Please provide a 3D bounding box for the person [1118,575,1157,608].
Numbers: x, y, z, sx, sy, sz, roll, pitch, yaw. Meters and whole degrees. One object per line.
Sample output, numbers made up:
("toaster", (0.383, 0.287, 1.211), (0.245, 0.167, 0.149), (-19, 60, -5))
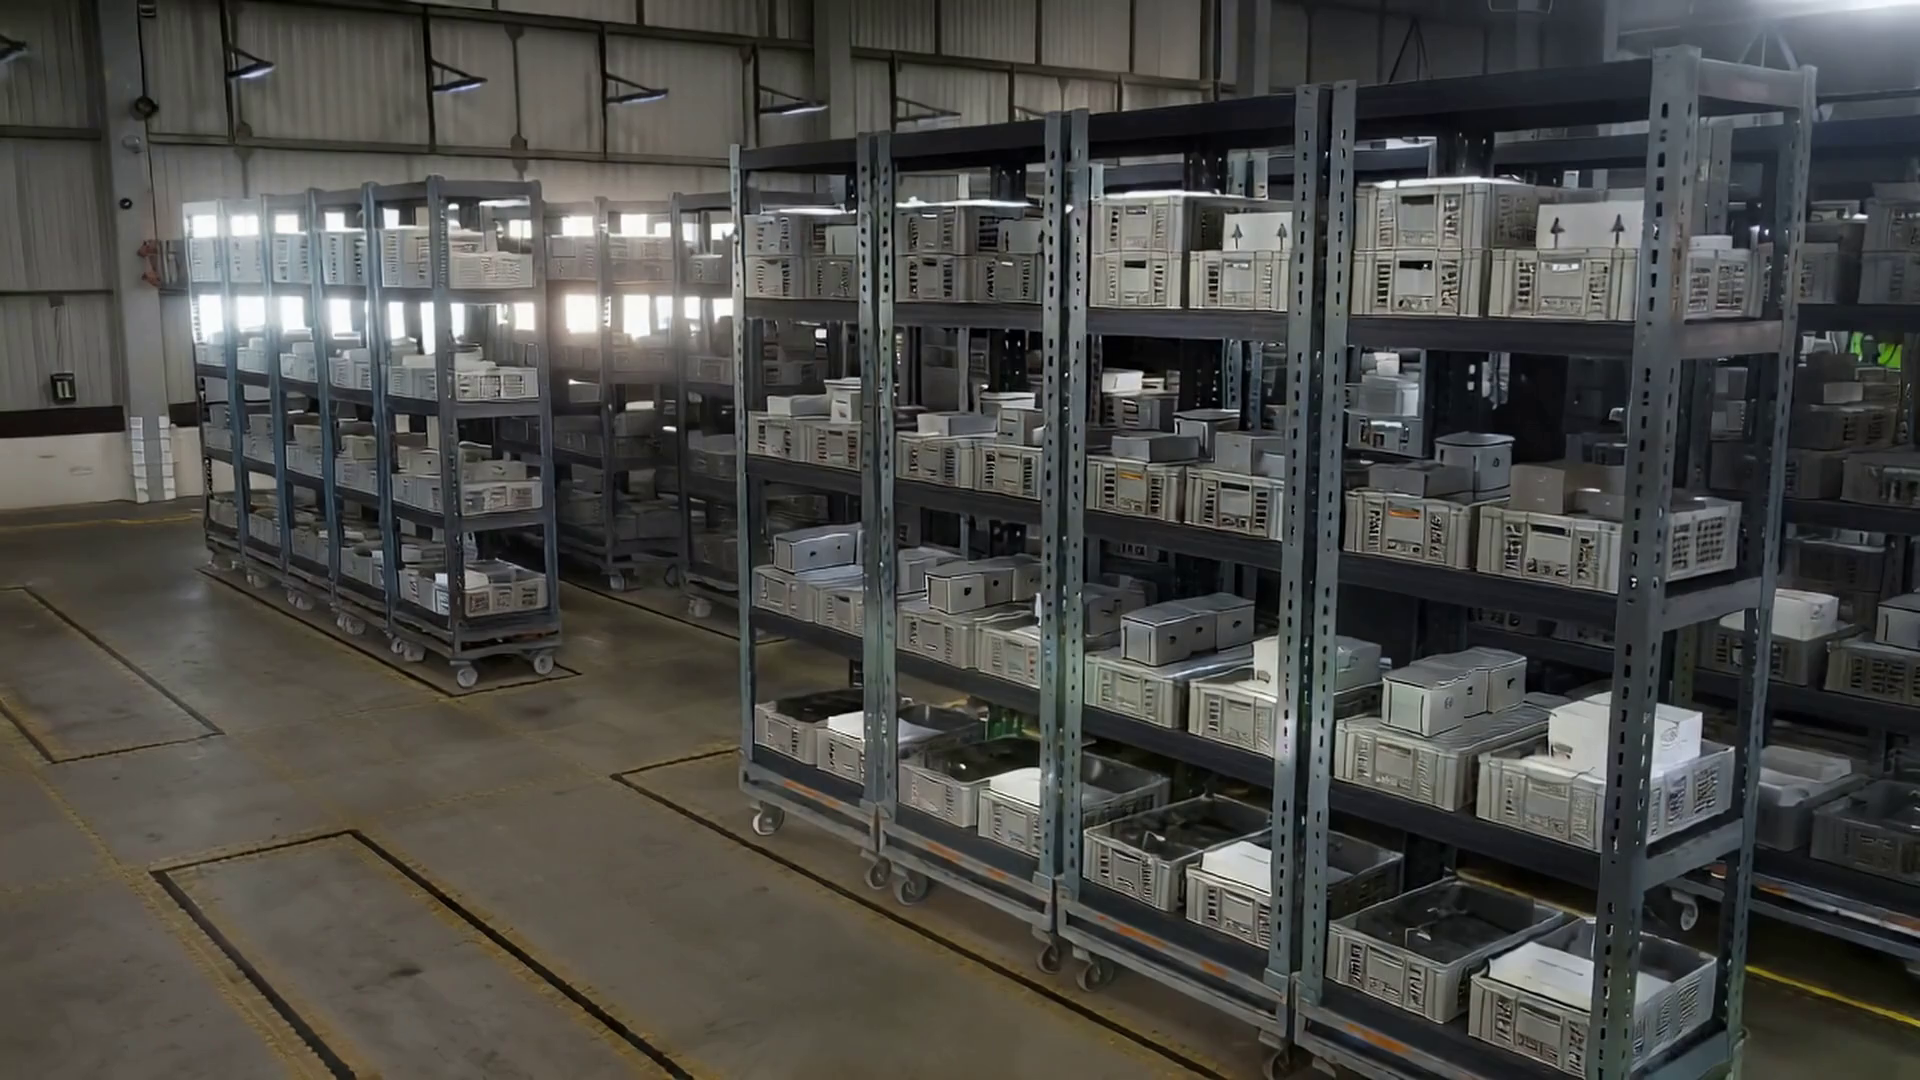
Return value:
("person", (1.449, -0.107, 12.907), (0.398, 1.989, 0.627), (9, 13, 42))
